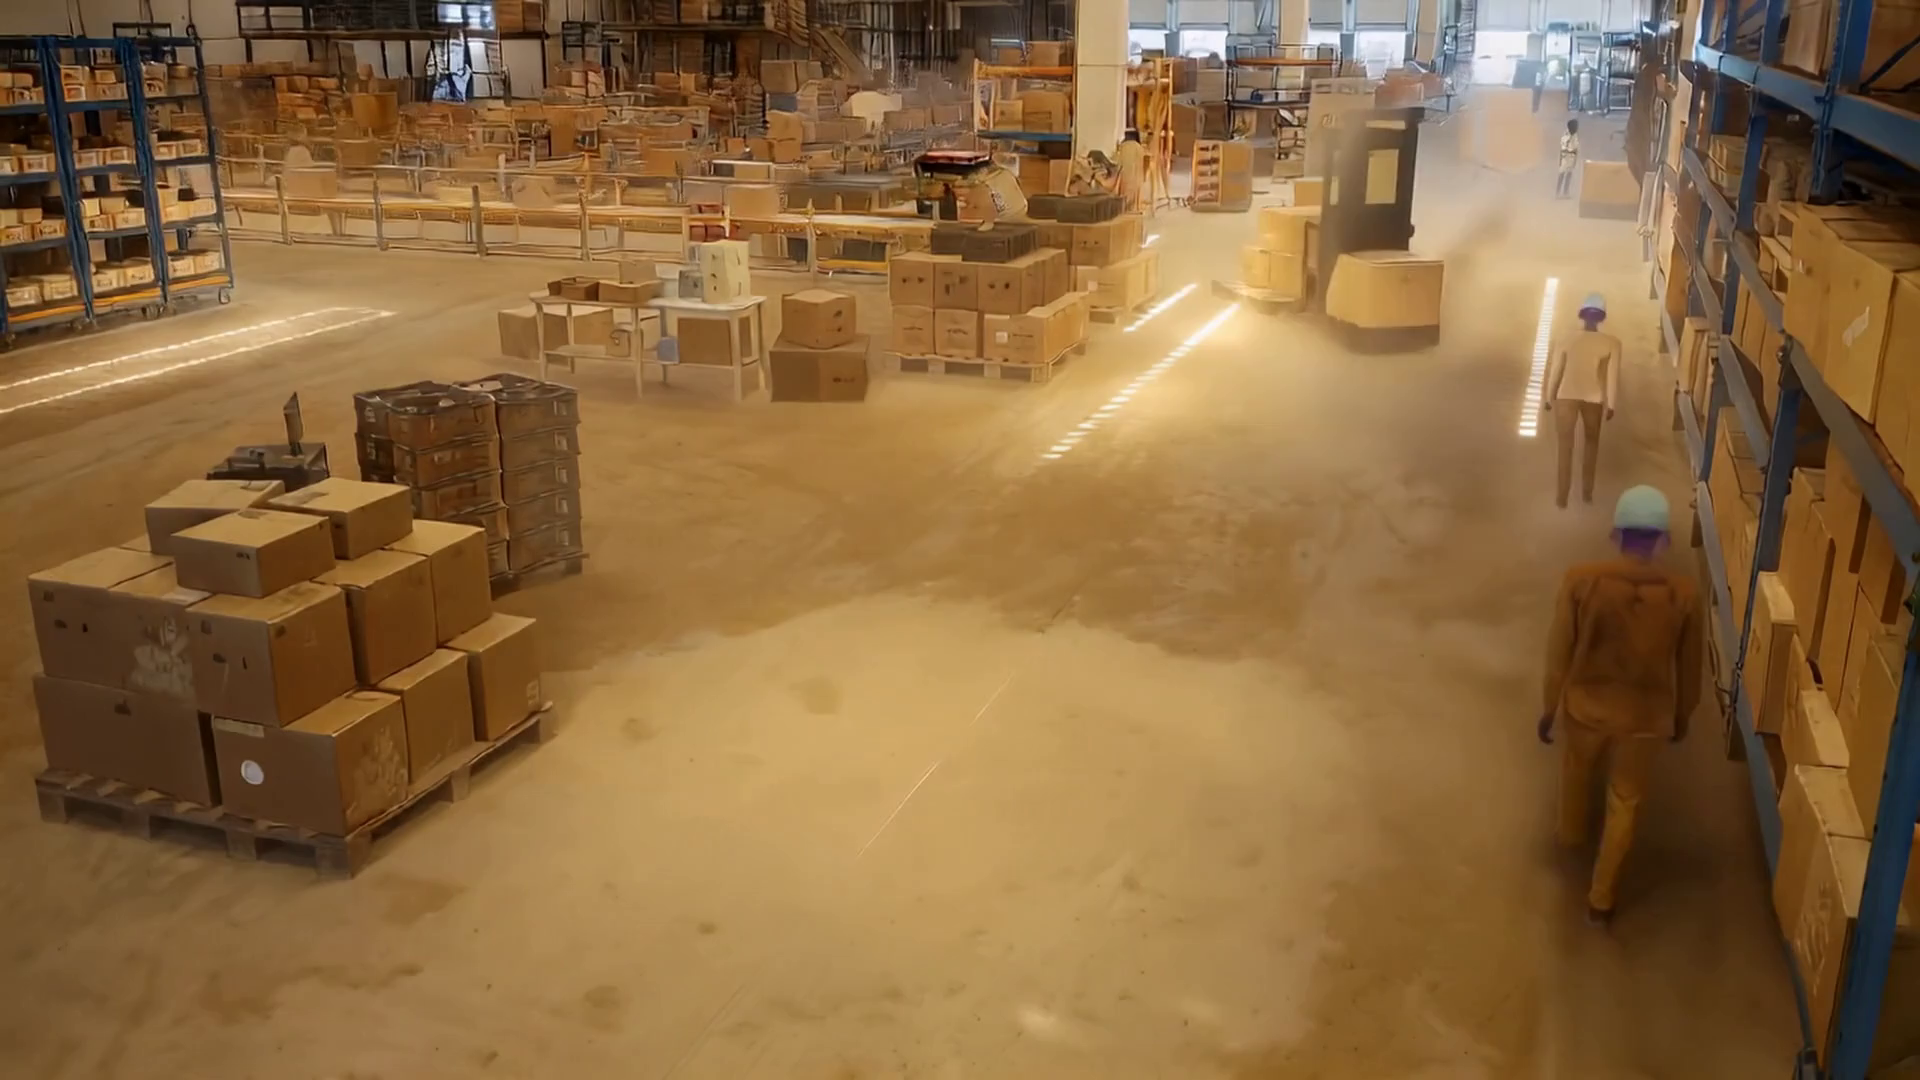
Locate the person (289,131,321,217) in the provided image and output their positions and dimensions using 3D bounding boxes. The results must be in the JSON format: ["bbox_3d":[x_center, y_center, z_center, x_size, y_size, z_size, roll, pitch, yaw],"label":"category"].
[{"bbox_3d":[-12.528,-6.937,31.828,0.873,1.721,0.537,3,18,9],"label":"person"}]

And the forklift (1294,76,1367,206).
[{"bbox_3d":[6.598,-6.755,29.381,1.129,2.768,1.873,6,19,19],"label":"forklift"}]

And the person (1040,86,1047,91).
[{"bbox_3d":[2.527,-12.700,49.839,0.604,1.795,0.907,9,20,25],"label":"person"}]

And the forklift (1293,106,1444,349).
[{"bbox_3d":[5.052,-3.857,20.276,1.129,2.768,1.873,-4,18,-12],"label":"forklift"}]

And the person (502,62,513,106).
[{"bbox_3d":[-19.422,-19.526,71.187,0.345,1.847,0.508,10,20,28],"label":"person"}]

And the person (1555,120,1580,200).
[{"bbox_3d":[13.053,-8.153,35.694,0.533,1.697,0.318,-9,20,-26],"label":"person"}]

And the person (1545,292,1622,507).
[{"bbox_3d":[5.086,-1.161,13.646,0.541,1.745,0.640,6,19,17],"label":"person"}]

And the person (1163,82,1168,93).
[{"bbox_3d":[7.022,-15.053,57.514,0.560,1.609,0.551,4,18,12],"label":"person"}]

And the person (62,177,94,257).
[{"bbox_3d":[-14.045,-5.245,26.240,0.727,1.896,0.815,-3,18,-11],"label":"person"}]

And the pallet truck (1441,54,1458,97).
[{"bbox_3d":[22.765,-21.886,78.355,0.823,1.965,1.885,-4,18,-14],"label":"pallet truck"}]

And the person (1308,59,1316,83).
[{"bbox_3d":[19.753,-26.635,93.280,0.382,1.993,0.622,6,19,18],"label":"person"}]

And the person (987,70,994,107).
[{"bbox_3d":[1.218,-17.313,64.366,0.309,1.769,0.524,-2,18,-7],"label":"person"}]

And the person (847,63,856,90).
[{"bbox_3d":[-4.388,-18.215,66.982,0.441,1.905,0.588,2,18,5],"label":"person"}]

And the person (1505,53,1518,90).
[{"bbox_3d":[28.617,-24.260,86.087,1.047,1.821,0.676,-12,21,-34],"label":"person"}]

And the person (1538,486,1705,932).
[{"bbox_3d":[2.959,0.688,7.484,0.657,1.952,0.978,6,19,18],"label":"person"}]

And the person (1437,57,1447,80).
[{"bbox_3d":[23.072,-22.268,79.892,0.902,1.789,0.688,11,21,32],"label":"person"}]

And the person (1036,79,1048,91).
[{"bbox_3d":[3.131,-16.386,61.218,0.911,1.902,0.579,11,21,32],"label":"person"}]

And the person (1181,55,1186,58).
[{"bbox_3d":[10.476,-22.088,79.138,0.811,1.913,0.632,6,19,19],"label":"person"}]

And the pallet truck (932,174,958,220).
[{"bbox_3d":[-0.507,-5.292,27.348,0.653,1.274,1.630,6,19,19],"label":"pallet truck"}]

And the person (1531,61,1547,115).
[{"bbox_3d":[22.692,-17.688,65.094,0.535,2.000,0.673,1,18,4],"label":"person"}]

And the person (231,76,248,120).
[{"bbox_3d":[-21.820,-13.033,50.489,0.556,2.025,0.646,-12,22,-34],"label":"person"}]

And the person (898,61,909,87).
[{"bbox_3d":[-2.276,-18.484,67.722,0.369,1.963,0.608,10,20,30],"label":"person"}]

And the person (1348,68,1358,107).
[{"bbox_3d":[14.807,-16.781,62.562,0.510,1.853,0.513,-6,19,-18],"label":"person"}]

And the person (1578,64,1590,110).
[{"bbox_3d":[24.803,-17.957,66.198,0.585,1.881,0.343,-15,23,-39],"label":"person"}]

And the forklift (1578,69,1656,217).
[{"bbox_3d":[13.219,-7.740,32.475,1.873,2.768,1.129,6,19,18],"label":"forklift"}]
